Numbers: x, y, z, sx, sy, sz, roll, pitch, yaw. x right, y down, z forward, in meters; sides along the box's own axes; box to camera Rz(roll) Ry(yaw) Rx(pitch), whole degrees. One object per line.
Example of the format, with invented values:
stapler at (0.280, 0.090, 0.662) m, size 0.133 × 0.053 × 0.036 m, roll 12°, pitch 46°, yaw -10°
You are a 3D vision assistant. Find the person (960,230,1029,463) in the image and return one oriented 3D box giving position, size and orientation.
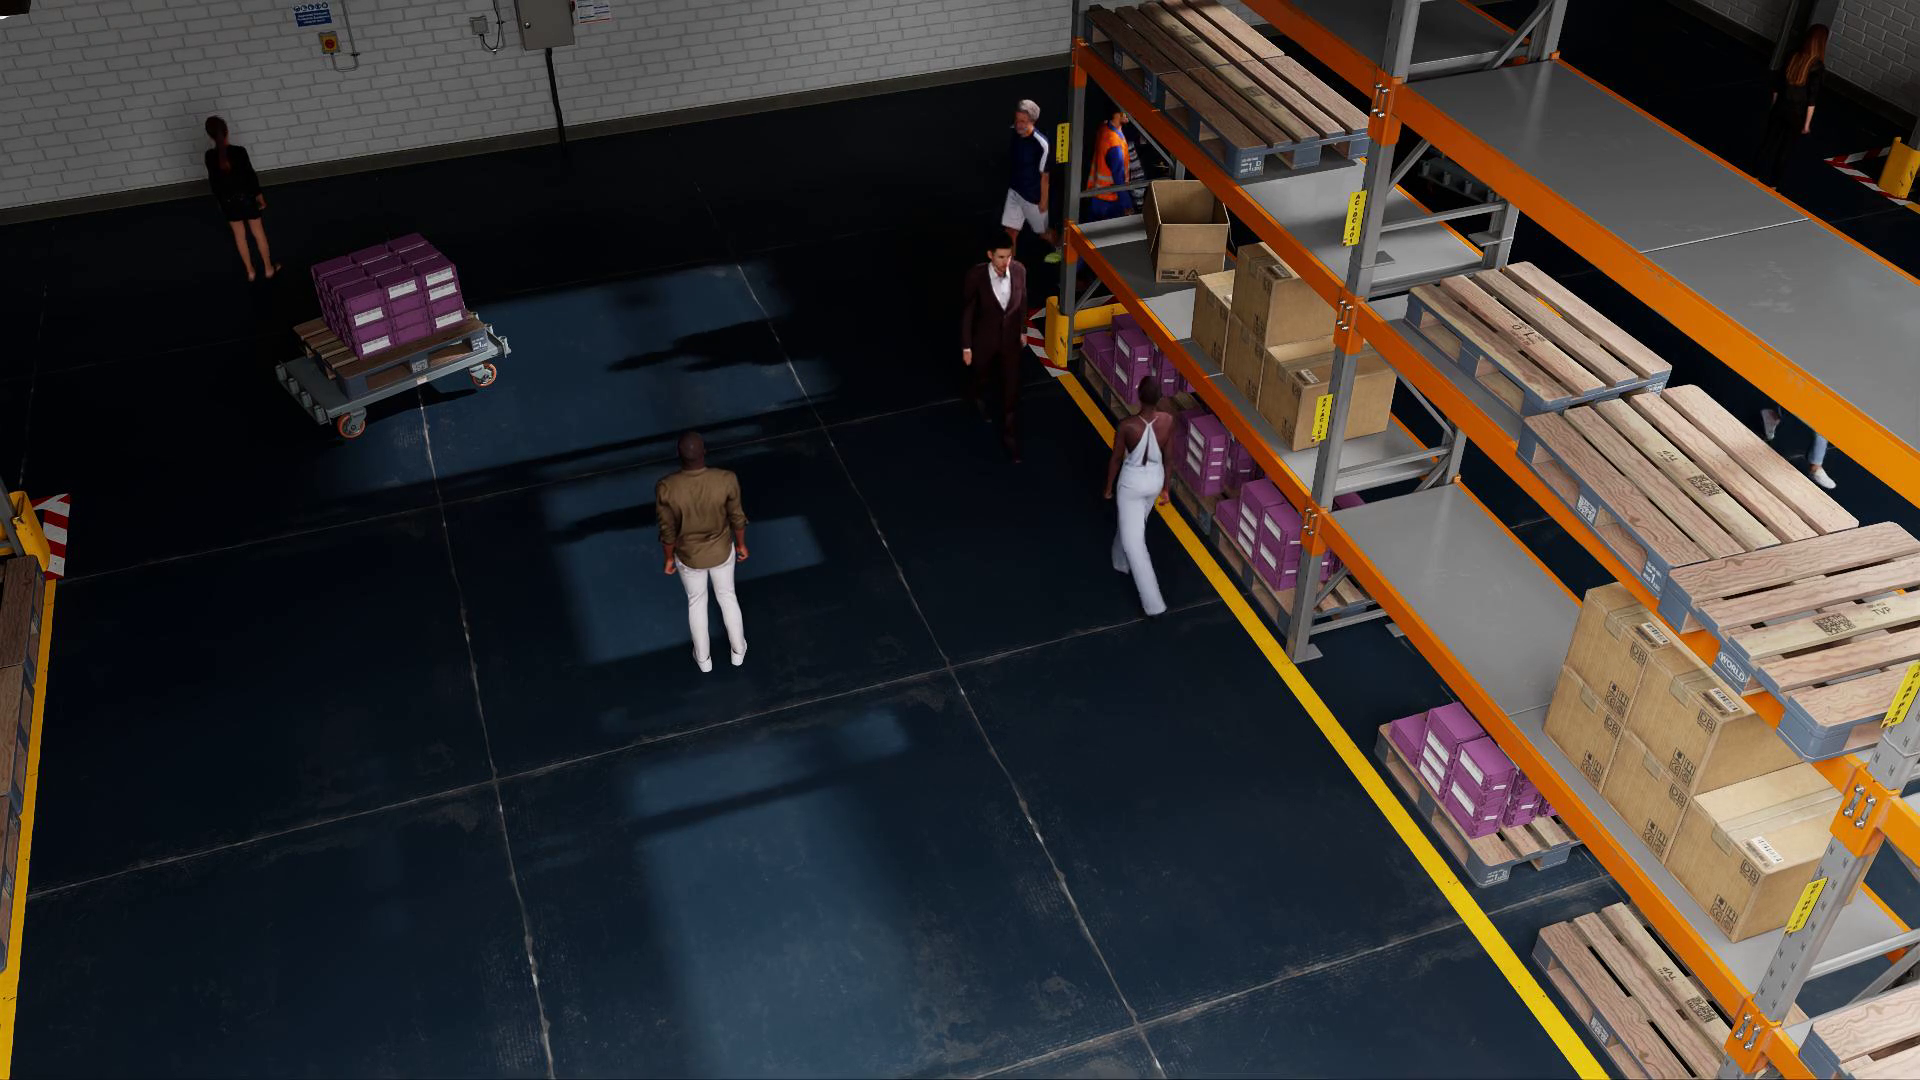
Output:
person at (0.236, -1.565, 12.685) m, size 0.776 × 1.838 × 1.183 m, roll -11°, pitch 40°, yaw -14°

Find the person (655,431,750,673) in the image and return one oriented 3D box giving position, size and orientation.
person at (-1.632, 0.082, 10.632) m, size 0.746 × 1.825 × 0.583 m, roll -9°, pitch 39°, yaw -11°

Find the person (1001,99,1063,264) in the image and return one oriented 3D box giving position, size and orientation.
person at (0.659, -3.062, 14.602) m, size 1.072 × 1.784 × 1.185 m, roll -30°, pitch 47°, yaw -32°

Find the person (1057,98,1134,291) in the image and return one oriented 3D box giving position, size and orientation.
person at (1.191, -2.965, 14.464) m, size 0.991 × 1.805 × 1.253 m, roll -2°, pitch 39°, yaw -3°

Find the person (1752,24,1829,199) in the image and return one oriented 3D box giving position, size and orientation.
person at (7.963, -4.113, 15.981) m, size 0.696 × 1.706 × 0.512 m, roll -20°, pitch 43°, yaw -23°

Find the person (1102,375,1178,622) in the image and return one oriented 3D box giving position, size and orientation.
person at (1.234, -0.249, 11.113) m, size 0.587 × 1.744 × 1.080 m, roll -13°, pitch 40°, yaw -16°

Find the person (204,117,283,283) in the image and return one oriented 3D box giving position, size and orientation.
person at (-6.409, -3.027, 14.745) m, size 0.573 × 1.552 × 0.581 m, roll -7°, pitch 39°, yaw -9°
